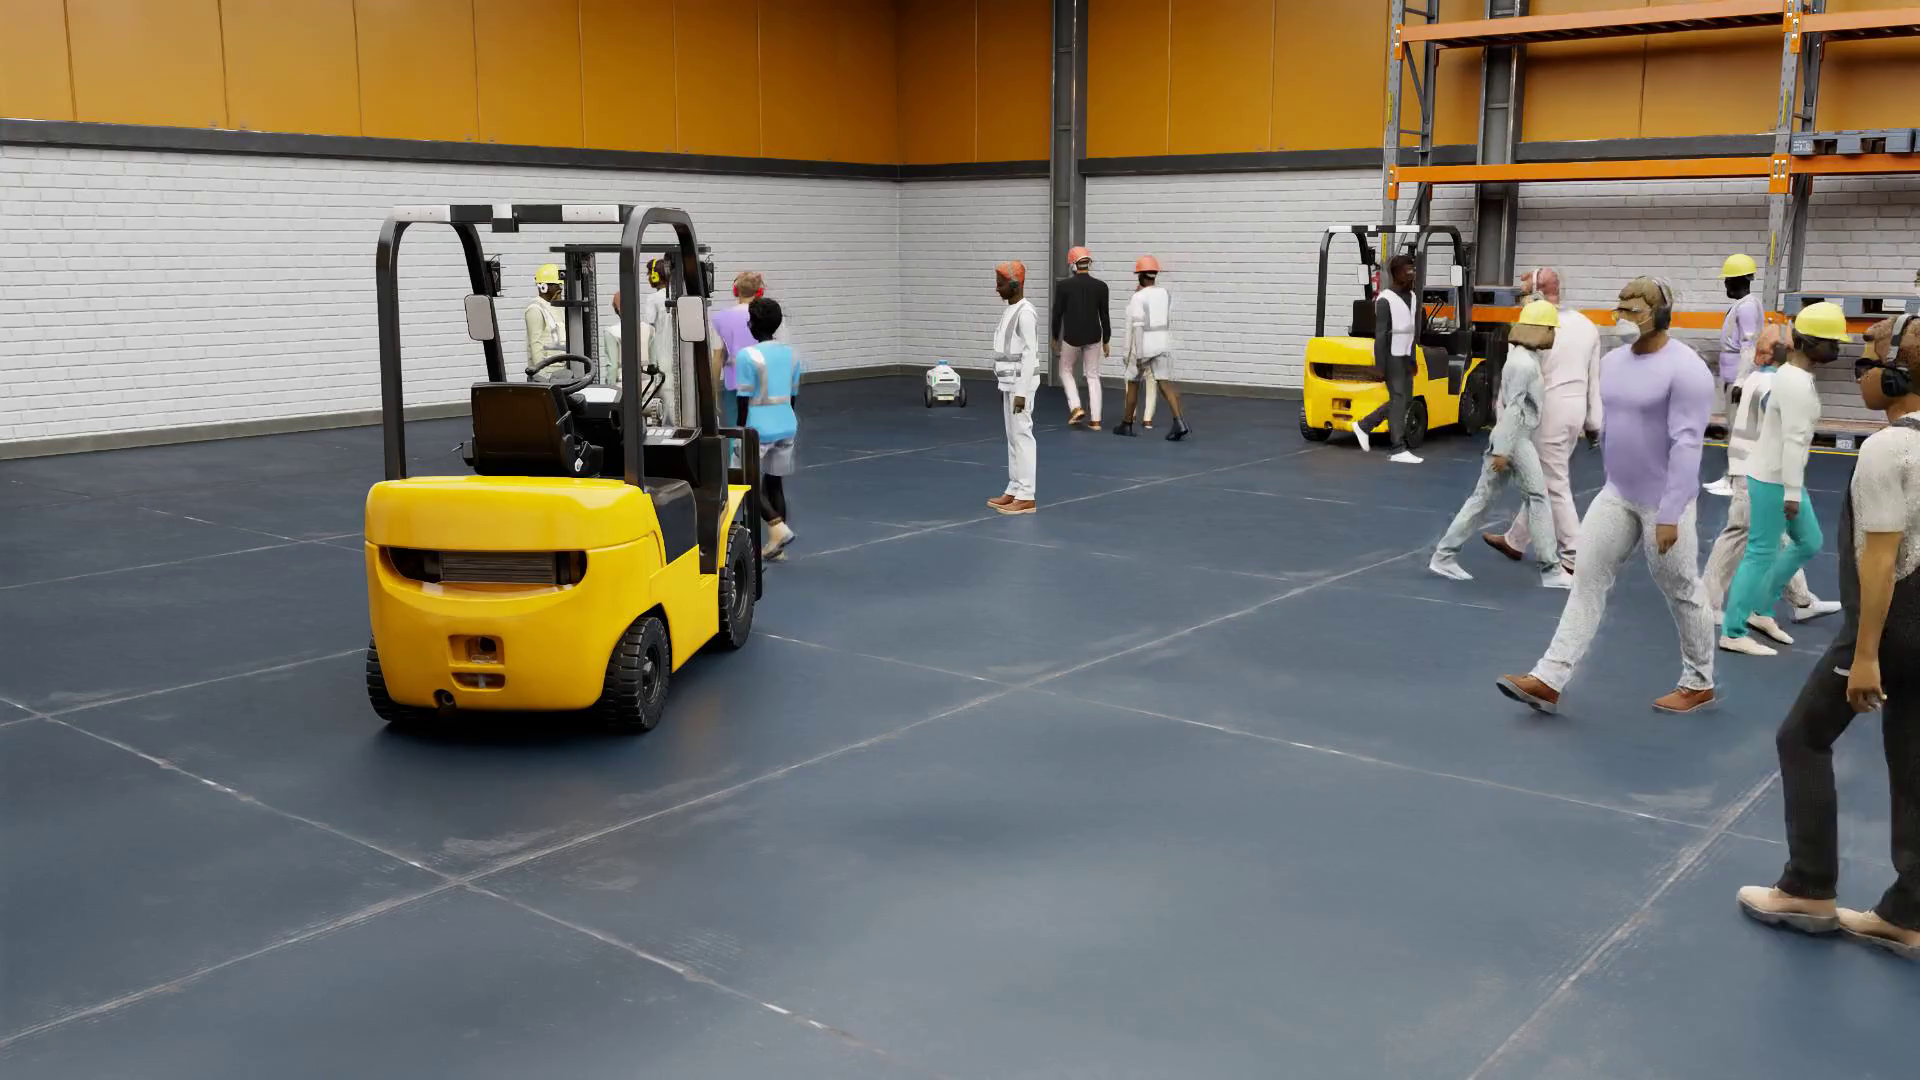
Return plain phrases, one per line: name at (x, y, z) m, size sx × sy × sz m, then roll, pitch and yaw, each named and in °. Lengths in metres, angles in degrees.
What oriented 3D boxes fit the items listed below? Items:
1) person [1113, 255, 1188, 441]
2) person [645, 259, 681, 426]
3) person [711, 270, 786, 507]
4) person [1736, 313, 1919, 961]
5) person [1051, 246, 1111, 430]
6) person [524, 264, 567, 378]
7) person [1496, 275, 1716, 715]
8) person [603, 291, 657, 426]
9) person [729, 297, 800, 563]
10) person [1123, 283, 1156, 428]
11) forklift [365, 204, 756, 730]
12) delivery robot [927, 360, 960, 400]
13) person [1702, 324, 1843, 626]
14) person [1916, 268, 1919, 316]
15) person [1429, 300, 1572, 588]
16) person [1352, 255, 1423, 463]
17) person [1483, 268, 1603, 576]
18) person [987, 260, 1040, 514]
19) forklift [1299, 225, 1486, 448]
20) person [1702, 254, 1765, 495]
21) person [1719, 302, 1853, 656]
person at (1.979, -1.960, 17.004) m, size 0.540 × 1.898 × 1.003 m, roll -6°, pitch 12°, yaw -31°
person at (-2.963, -1.788, 16.145) m, size 0.768 × 1.841 × 0.562 m, roll 5°, pitch 12°, yaw 27°
person at (-1.581, -1.120, 12.538) m, size 0.588 × 1.820 × 0.674 m, roll -3°, pitch 11°, yaw -15°
person at (2.590, 0.268, 4.800) m, size 0.552 × 1.825 × 0.666 m, roll -7°, pitch 12°, yaw -33°
person at (1.310, -2.168, 17.912) m, size 0.640 × 1.968 × 0.472 m, roll -2°, pitch 11°, yaw -13°
person at (-3.682, -1.562, 14.970) m, size 0.403 × 1.825 × 0.592 m, roll 1°, pitch 10°, yaw 6°
person at (2.838, -0.158, 7.013) m, size 1.031 × 1.880 × 0.652 m, roll -4°, pitch 11°, yaw -19°
person at (-2.630, -1.172, 13.317) m, size 0.315 × 1.636 × 0.514 m, roll 8°, pitch 13°, yaw 38°
person at (-1.200, -0.668, 10.391) m, size 0.403 × 1.683 × 0.552 m, roll 7°, pitch 12°, yaw 34°
person at (1.992, -2.042, 18.173) m, size 0.518 × 1.616 × 0.527 m, roll -2°, pitch 10°, yaw -13°
forklift at (-1.766, -0.406, 7.525) m, size 1.214 × 2.155 × 2.313 m, roll 1°, pitch 10°, yaw 7°
delivery robot at (-0.207, -1.967, 20.442) m, size 0.477 × 0.478 × 0.707 m, roll -2°, pitch 10°, yaw -8°
person at (4.272, -0.320, 8.692) m, size 0.789 × 1.597 × 0.534 m, roll 3°, pitch 11°, yaw 16°
person at (7.031, -1.093, 12.149) m, size 0.890 × 1.887 × 0.668 m, roll 3°, pitch 11°, yaw 14°
person at (3.240, -0.564, 9.813) m, size 0.897 × 1.689 × 0.488 m, roll 2°, pitch 10°, yaw 11°
person at (3.981, -1.671, 15.341) m, size 0.675 × 1.904 × 0.600 m, roll 8°, pitch 13°, yaw 38°
person at (3.528, -0.712, 10.168) m, size 0.694 × 1.858 × 0.964 m, roll -6°, pitch 12°, yaw -29°
person at (0.415, -1.137, 12.426) m, size 0.355 × 1.887 × 0.572 m, roll -2°, pitch 10°, yaw -10°
forklift at (4.449, -2.115, 16.993) m, size 1.214 × 2.155 × 2.313 m, roll 8°, pitch 13°, yaw 38°
person at (6.203, -1.312, 13.296) m, size 0.383 × 1.923 × 0.588 m, roll 4°, pitch 11°, yaw 21°
person at (4.016, -0.281, 8.102) m, size 0.496 × 1.737 × 0.538 m, roll 5°, pitch 11°, yaw 25°
